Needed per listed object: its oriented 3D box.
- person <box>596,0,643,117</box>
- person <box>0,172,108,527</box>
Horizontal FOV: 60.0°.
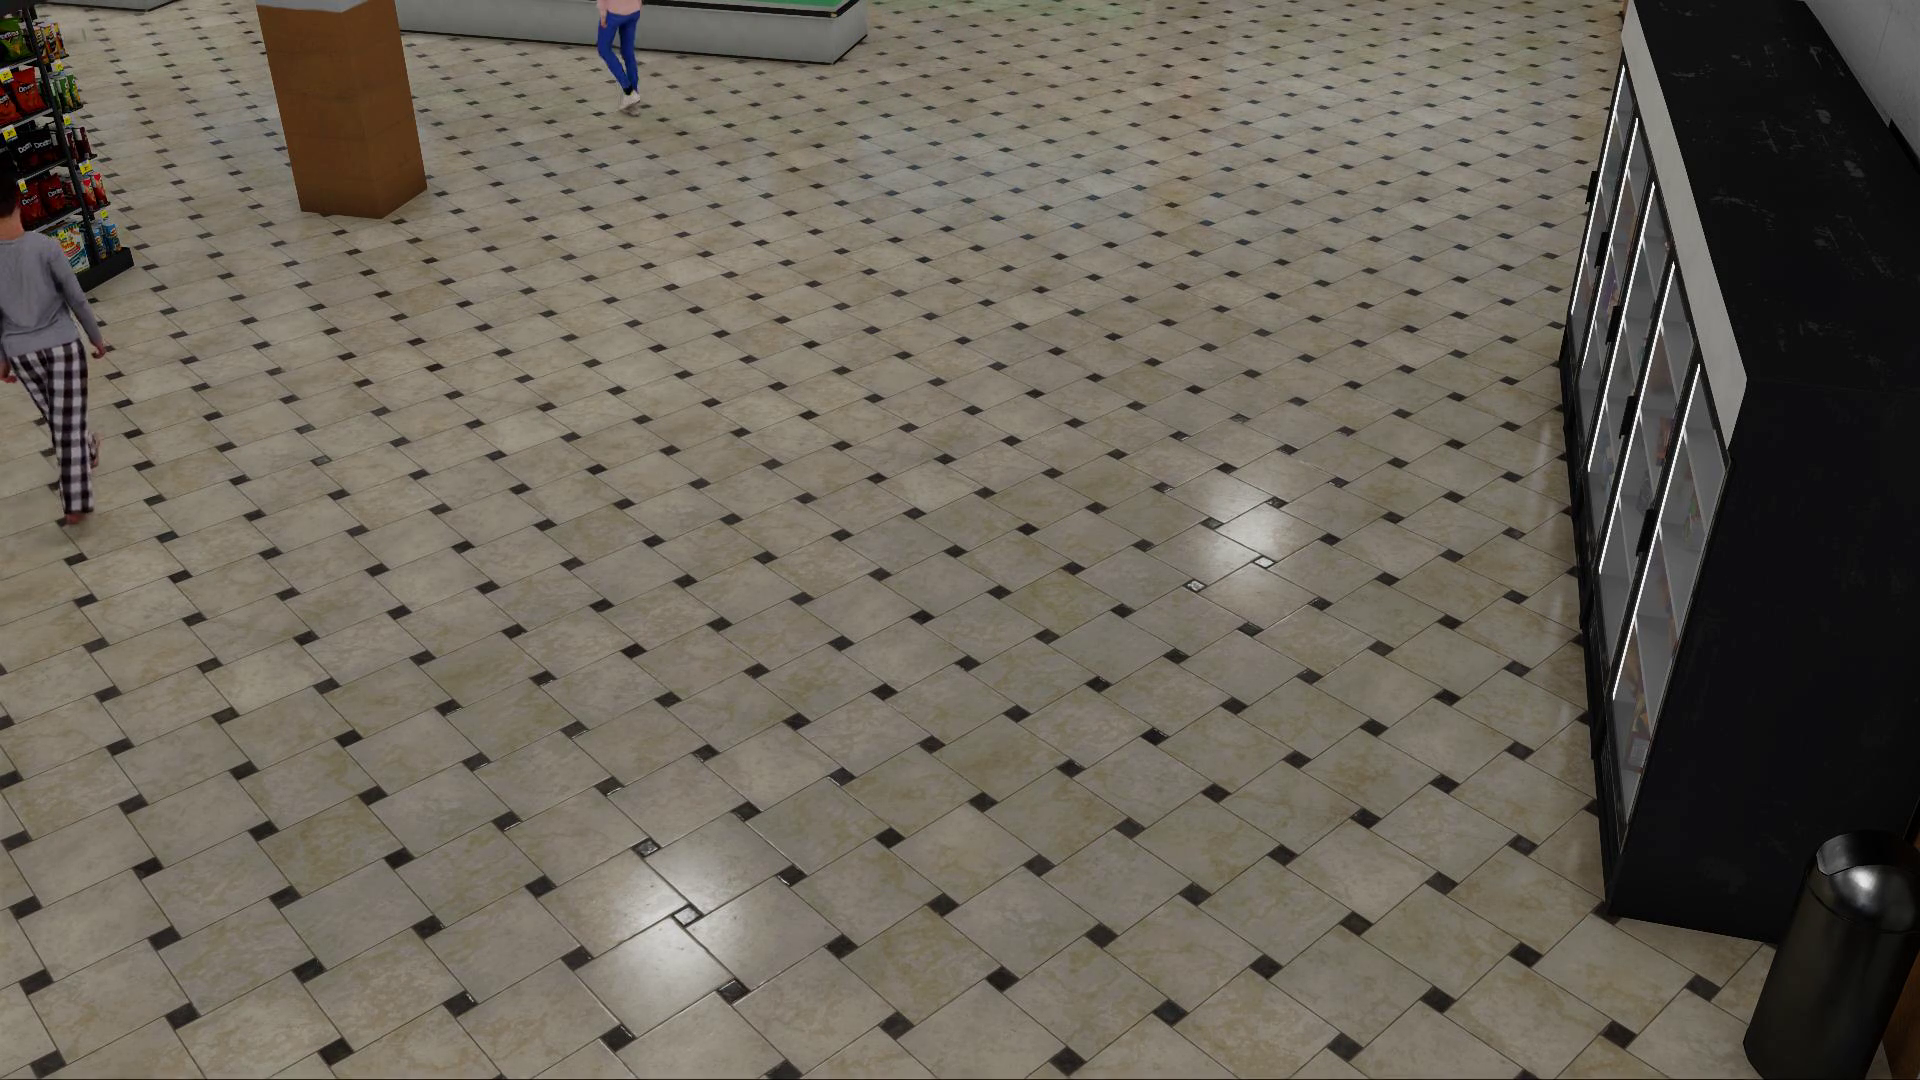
[{"bbox_3d":[-2.876,-4.529,14.383,0.805,1.749,0.780,25,40,34],"label":"person"},{"bbox_3d":[-4.707,-0.922,8.543,1.203,1.794,1.096,-8,33,-13],"label":"person"}]
